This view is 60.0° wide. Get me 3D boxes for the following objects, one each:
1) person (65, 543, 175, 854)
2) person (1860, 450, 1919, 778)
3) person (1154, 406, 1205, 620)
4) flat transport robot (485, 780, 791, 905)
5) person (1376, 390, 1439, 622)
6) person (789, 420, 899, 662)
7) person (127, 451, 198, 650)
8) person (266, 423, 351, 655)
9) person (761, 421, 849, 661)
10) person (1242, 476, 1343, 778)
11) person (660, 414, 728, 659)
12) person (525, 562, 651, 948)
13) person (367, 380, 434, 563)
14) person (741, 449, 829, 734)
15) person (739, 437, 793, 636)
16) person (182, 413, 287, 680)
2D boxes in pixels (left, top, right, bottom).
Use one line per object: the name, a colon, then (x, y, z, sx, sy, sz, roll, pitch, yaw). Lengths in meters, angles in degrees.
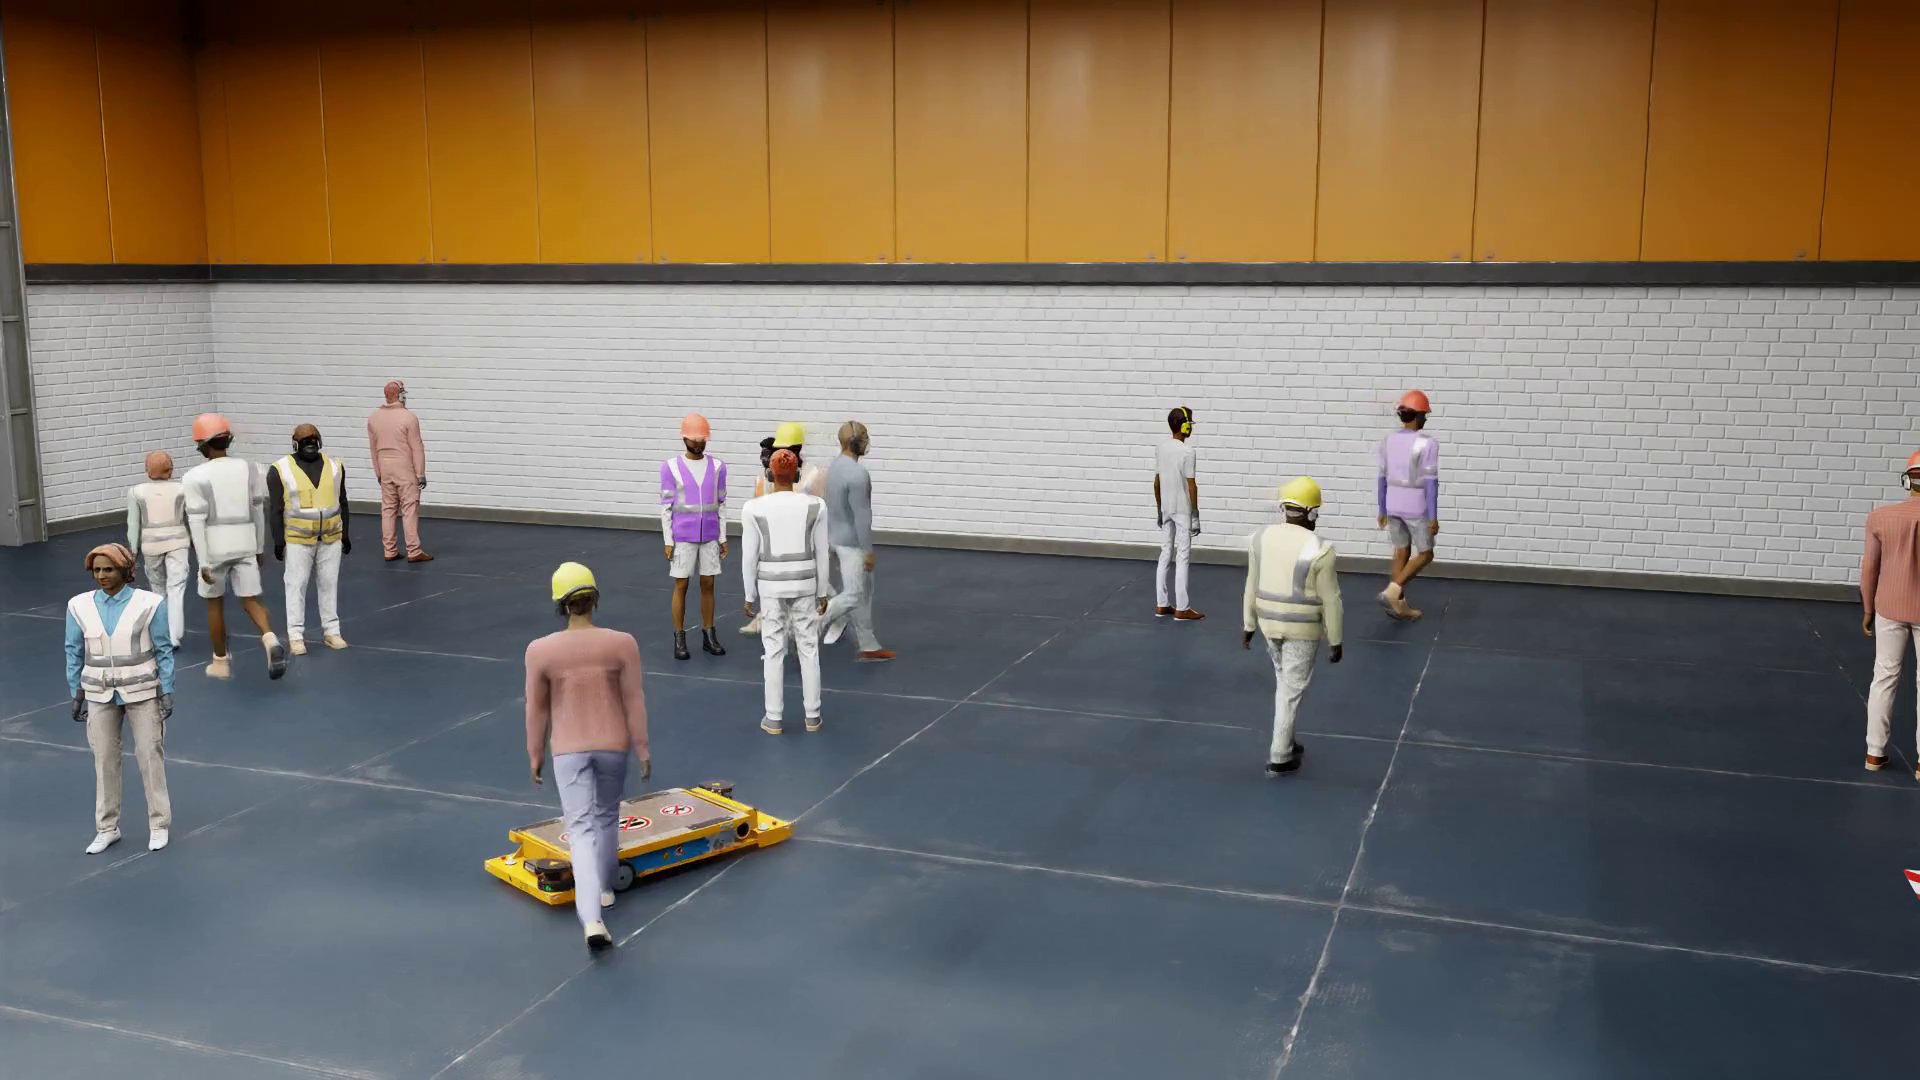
person: (-4.378, 0.825, 8.696, 0.522, 1.638, 0.310, -1, 9, -9)
person: (5.751, 0.439, 10.010, 0.608, 1.987, 0.388, 9, 13, 43)
person: (1.912, -0.233, 14.542, 0.328, 1.872, 0.514, -7, 11, -37)
flat transport robot: (-1.637, 1.529, 8.555, 1.431, 0.197, 0.652, -9, 13, -43)
person: (3.821, -0.269, 14.284, 0.562, 2.026, 0.634, -6, 11, -32)
person: (-0.895, 0.036, 12.747, 0.827, 1.920, 0.637, -3, 10, -18)
person: (-6.428, 0.077, 13.464, 0.536, 1.598, 0.871, -4, 10, -21)
person: (-5.169, -0.015, 13.277, 0.634, 1.841, 0.429, -8, 12, -40)
person: (-1.224, -0.026, 13.247, 0.593, 1.886, 0.968, 5, 11, 31)
person: (2.076, 0.515, 10.067, 0.651, 1.812, 0.629, -8, 12, -41)
person: (-2.074, -0.032, 13.101, 0.543, 1.933, 0.363, -5, 10, -28)
person: (-1.692, 0.971, 7.597, 0.540, 1.717, 0.888, -3, 10, -18)
person: (-5.843, -0.713, 17.393, 0.642, 1.913, 0.409, 3, 10, 21)
person: (-1.143, 0.341, 10.943, 0.575, 1.882, 0.359, -2, 9, -12)
person: (-1.561, -0.055, 14.126, 0.840, 1.653, 0.542, -8, 12, -41)
person: (-5.331, 0.074, 12.198, 0.820, 2.016, 0.609, 9, 13, 44)
